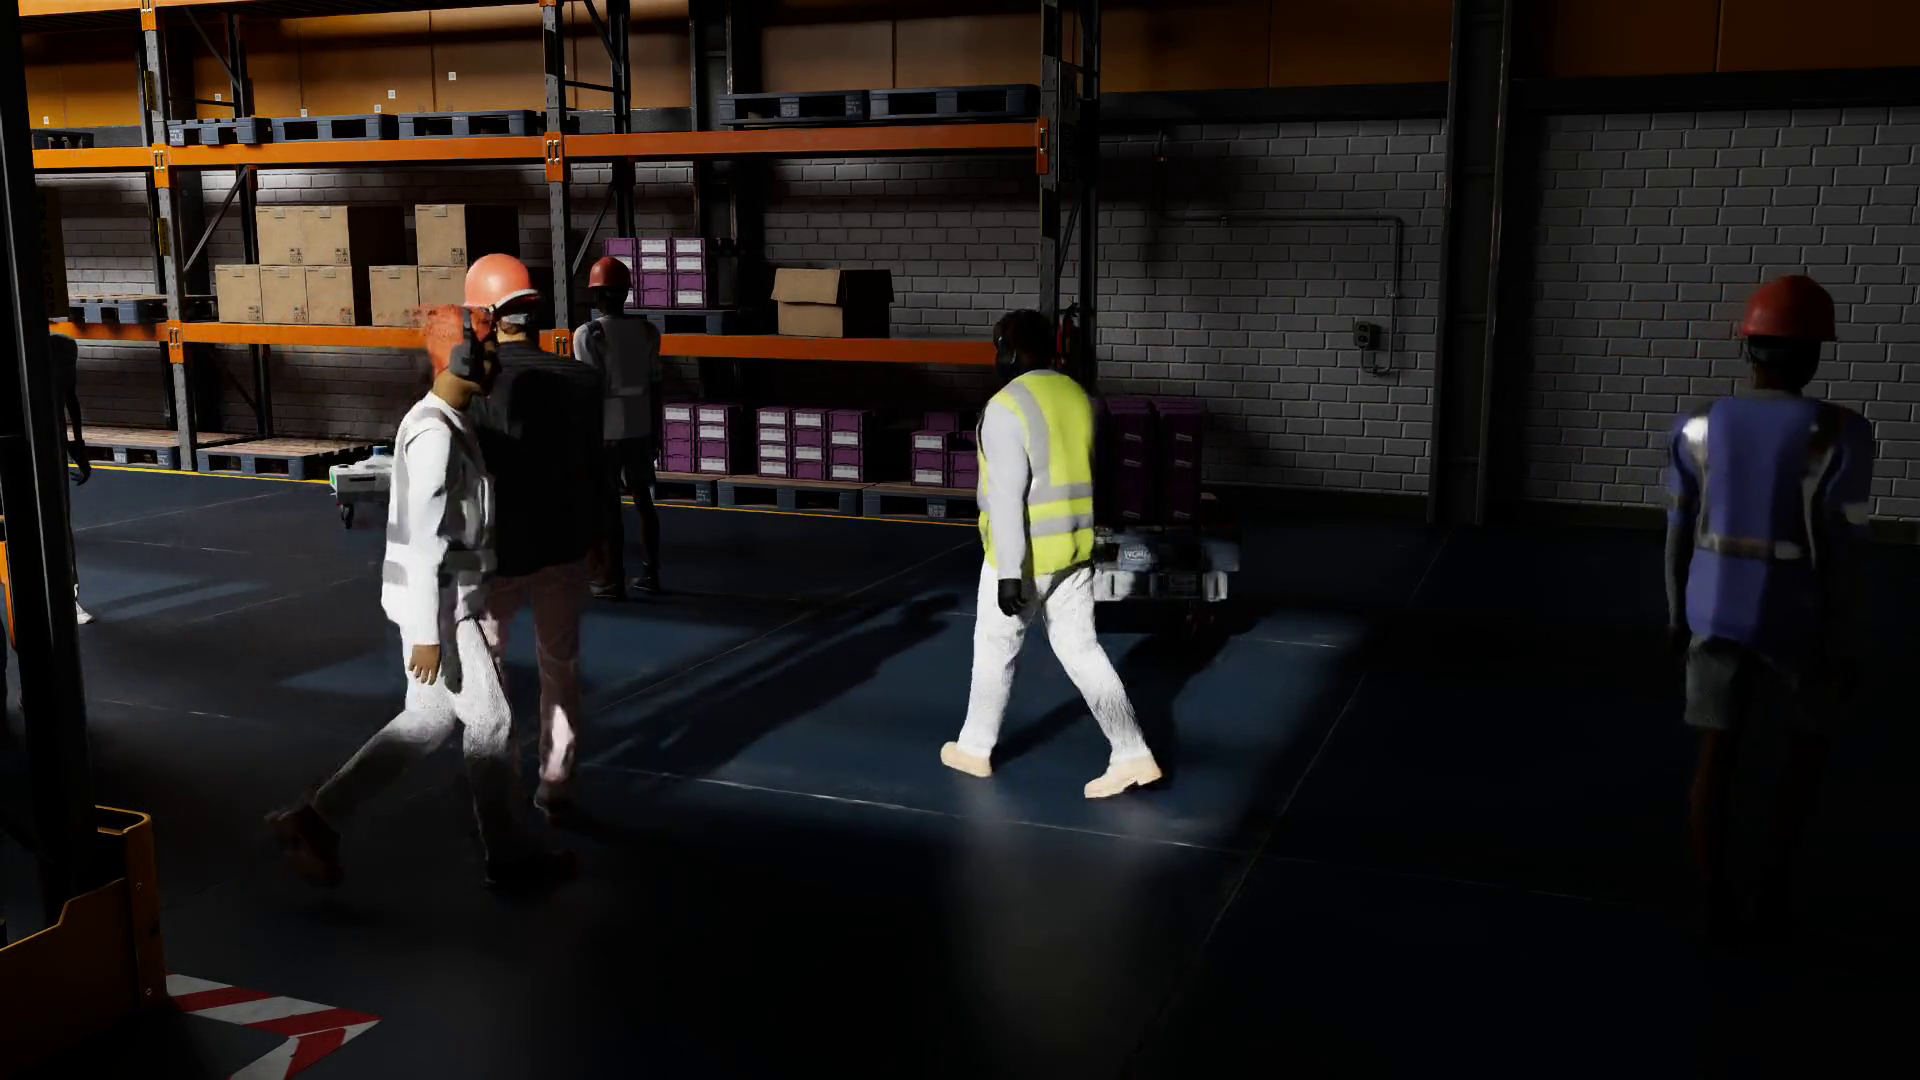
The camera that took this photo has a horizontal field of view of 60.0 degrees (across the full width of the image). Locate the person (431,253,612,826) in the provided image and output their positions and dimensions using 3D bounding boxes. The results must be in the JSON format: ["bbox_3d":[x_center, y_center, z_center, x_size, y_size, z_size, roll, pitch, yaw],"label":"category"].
[{"bbox_3d":[-1.487,0.020,5.708,0.642,1.981,0.421,-5,11,-26],"label":"person"}]

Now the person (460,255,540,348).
[{"bbox_3d":[-3.048,-0.890,10.918,0.627,1.934,0.371,-8,13,-38],"label":"person"}]

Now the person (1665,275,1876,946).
[{"bbox_3d":[2.316,0.216,4.772,0.496,1.924,0.569,-10,14,-44],"label":"person"}]

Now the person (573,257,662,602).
[{"bbox_3d":[-1.946,-0.622,9.416,0.551,1.935,0.375,-10,14,-43],"label":"person"}]

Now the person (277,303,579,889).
[{"bbox_3d":[-1.680,0.199,5.118,0.844,1.852,0.585,-3,11,-16],"label":"person"}]

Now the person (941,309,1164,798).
[{"bbox_3d":[0.336,0.055,6.096,0.934,1.791,0.676,9,14,41],"label":"person"}]

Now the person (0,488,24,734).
[{"bbox_3d":[-4.032,-0.163,6.864,0.379,1.937,0.629,6,12,29],"label":"person"}]

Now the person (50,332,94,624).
[{"bbox_3d":[-4.832,-0.457,8.690,0.510,1.870,0.328,-9,14,-41],"label":"person"}]

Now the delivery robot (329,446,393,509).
[{"bbox_3d":[-4.158,-0.435,11.962,0.707,0.478,0.477,-3,11,-17],"label":"delivery robot"}]
